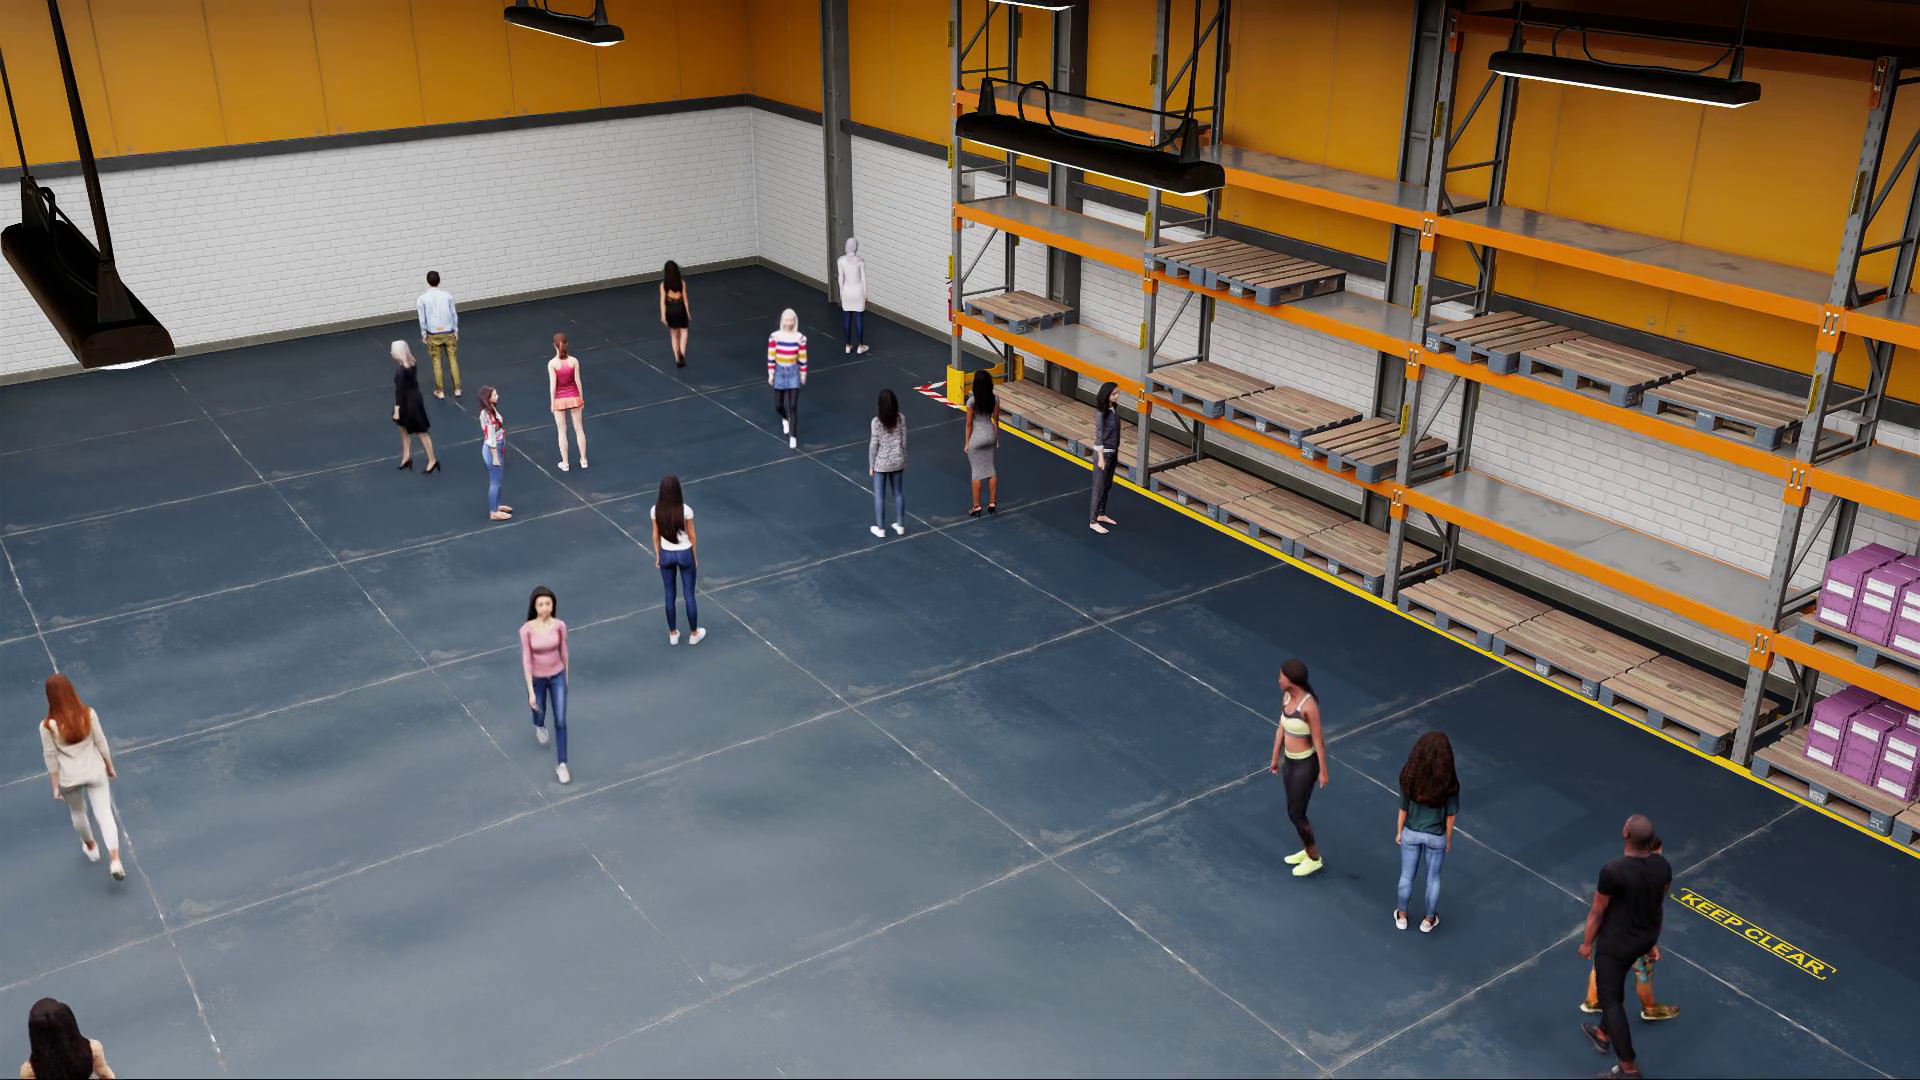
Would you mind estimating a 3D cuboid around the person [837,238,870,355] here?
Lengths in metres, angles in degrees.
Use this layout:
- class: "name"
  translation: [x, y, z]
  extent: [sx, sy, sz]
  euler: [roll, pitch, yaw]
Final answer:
- class: "person"
  translation: [-1.628, -3.727, 25.336]
  extent: [0.667, 1.777, 0.747]
  euler: [6, 24, 14]

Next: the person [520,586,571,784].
- class: "person"
  translation: [-3.552, 1.173, 14.194]
  extent: [0.696, 1.724, 1.061]
  euler: [-10, 25, -21]

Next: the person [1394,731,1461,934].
- class: "person"
  translation: [3.390, 2.131, 12.136]
  extent: [0.689, 1.616, 0.769]
  euler: [9, 25, 20]

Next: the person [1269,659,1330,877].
- class: "person"
  translation: [2.684, 1.774, 12.846]
  extent: [0.809, 1.702, 0.622]
  euler: [-14, 27, -29]

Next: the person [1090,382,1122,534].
- class: "person"
  translation: [1.665, -0.978, 19.064]
  extent: [0.669, 1.764, 0.675]
  euler: [12, 26, 25]

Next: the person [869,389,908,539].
- class: "person"
  translation: [-0.811, -0.877, 18.874]
  extent: [0.642, 1.731, 0.570]
  euler: [-12, 26, -25]

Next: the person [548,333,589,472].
- class: "person"
  translation: [-4.929, -1.737, 20.816]
  extent: [0.594, 1.752, 0.569]
  euler: [-12, 26, -25]

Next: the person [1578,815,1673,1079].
- class: "person"
  translation: [4.303, 2.656, 10.720]
  extent: [0.816, 1.790, 0.986]
  euler: [-10, 25, -21]

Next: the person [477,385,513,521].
- class: "person"
  translation: [-5.445, -1.032, 19.379]
  extent: [0.716, 1.610, 0.582]
  euler: [-4, 24, -9]

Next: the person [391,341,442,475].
- class: "person"
  translation: [-6.696, -1.626, 20.594]
  extent: [0.845, 1.727, 0.834]
  euler: [-3, 24, -7]

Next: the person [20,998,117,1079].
- class: "person"
  translation: [-4.872, 3.341, 9.237]
  extent: [0.631, 1.722, 0.650]
  euler: [-11, 26, -24]

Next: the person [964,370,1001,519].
- class: "person"
  translation: [0.263, -1.126, 19.382]
  extent: [0.622, 1.781, 0.571]
  euler: [-10, 26, -22]

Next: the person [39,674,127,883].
- class: "person"
  translation: [-6.688, 1.842, 12.706]
  extent: [0.604, 1.690, 1.046]
  euler: [-16, 28, -32]

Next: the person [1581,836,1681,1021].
- class: "person"
  translation: [4.448, 2.625, 11.226]
  extent: [0.831, 1.441, 0.864]
  euler: [-2, 24, -5]

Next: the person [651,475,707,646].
- class: "person"
  translation: [-2.786, 0.199, 16.358]
  extent: [0.664, 1.774, 0.718]
  euler: [3, 24, 7]

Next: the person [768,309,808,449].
- class: "person"
  translation: [-2.256, -2.143, 21.698]
  extent: [0.998, 1.789, 1.111]
  euler: [0, 24, 0]

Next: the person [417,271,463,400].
- class: "person"
  translation: [-7.307, -2.896, 23.391]
  extent: [0.707, 1.812, 0.610]
  euler: [-11, 26, -24]

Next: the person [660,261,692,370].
- class: "person"
  translation: [-4.178, -3.283, 24.493]
  extent: [0.731, 1.638, 0.794]
  euler: [-3, 24, -7]
